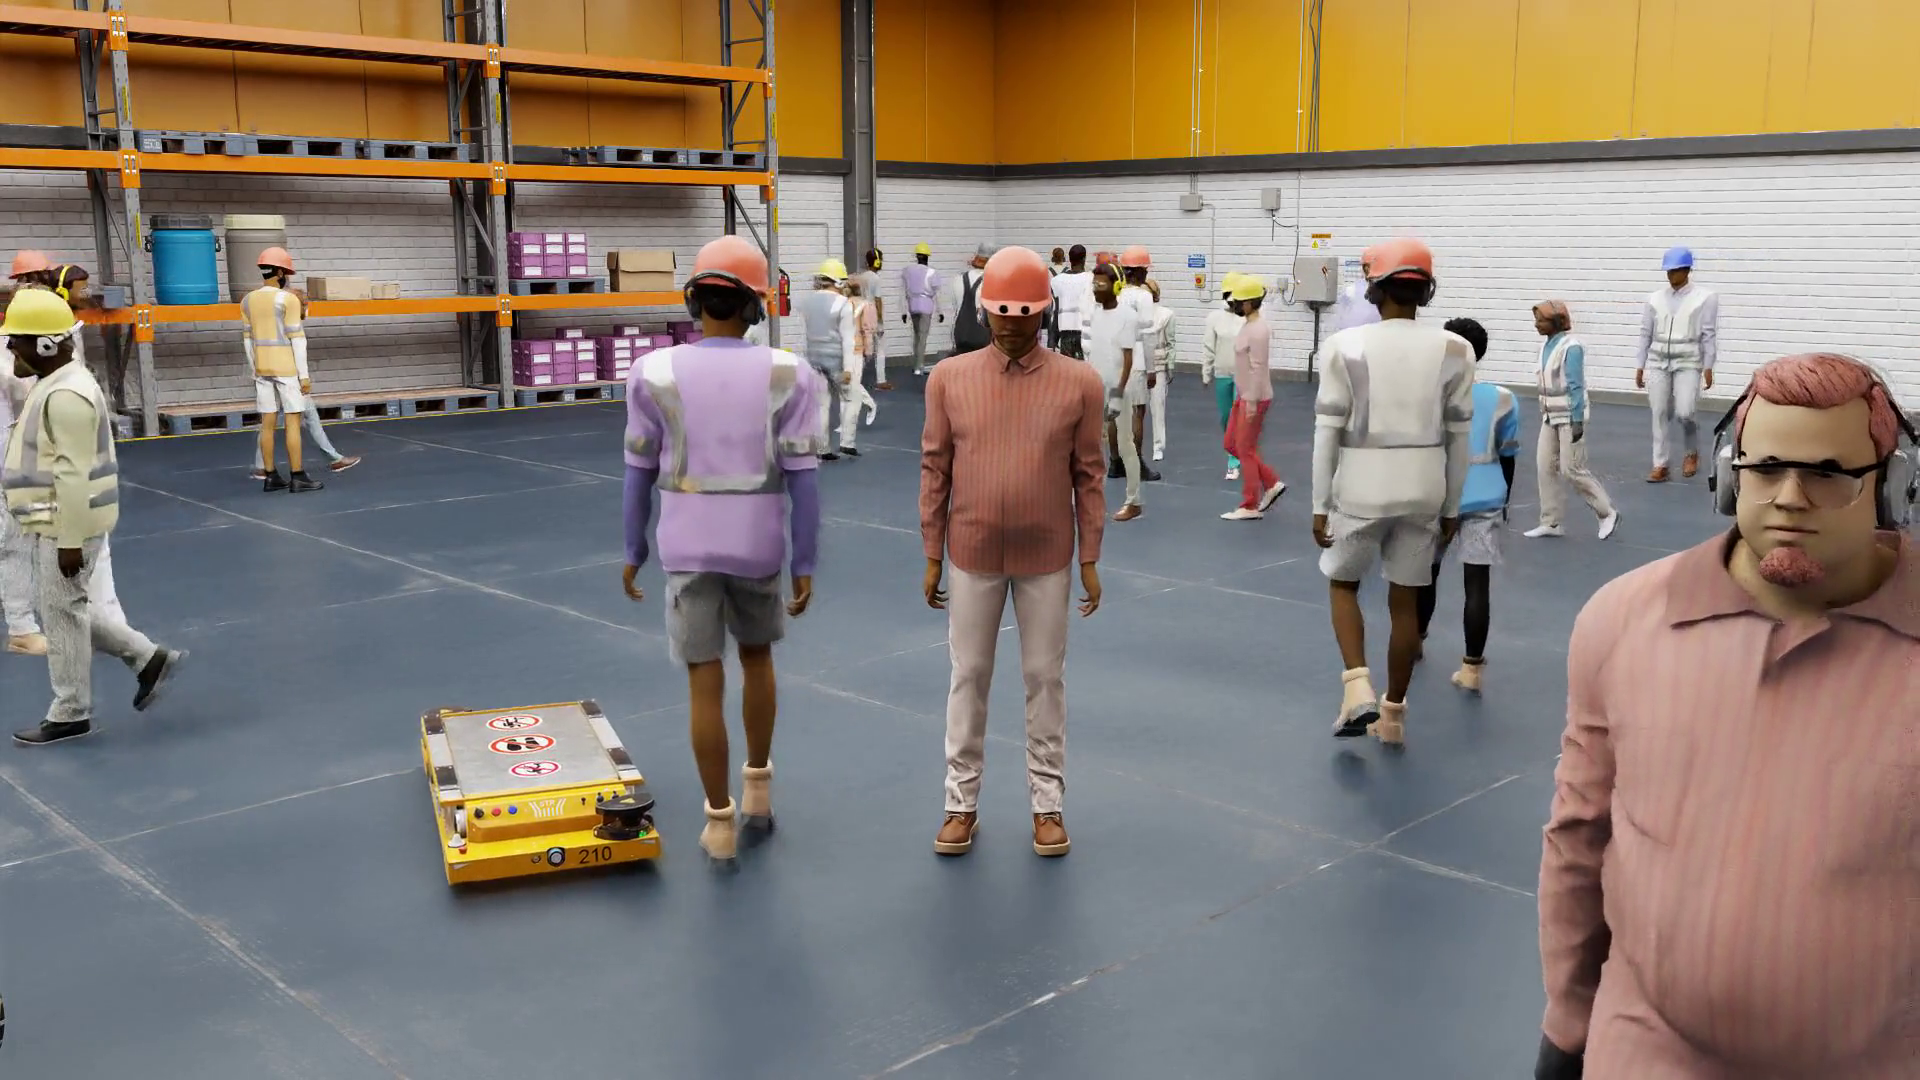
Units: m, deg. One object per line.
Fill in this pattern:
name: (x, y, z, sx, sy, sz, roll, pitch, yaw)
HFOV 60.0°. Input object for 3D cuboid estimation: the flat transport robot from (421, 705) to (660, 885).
flat transport robot: (-1.516, 0.830, 5.848, 0.652, 0.197, 1.431, -4, 11, -21)

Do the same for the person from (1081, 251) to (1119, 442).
person: (1.379, -1.860, 16.163, 0.405, 1.873, 0.594, -5, 11, -25)

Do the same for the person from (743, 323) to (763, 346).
person: (-1.515, -0.965, 11.639, 0.311, 1.737, 0.483, 0, 10, 0)

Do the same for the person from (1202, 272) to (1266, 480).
person: (2.339, -1.412, 14.121, 0.527, 1.732, 0.867, 4, 11, 22)

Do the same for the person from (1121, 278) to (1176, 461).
person: (1.685, -1.533, 15.000, 0.522, 1.638, 0.310, 4, 11, 21)

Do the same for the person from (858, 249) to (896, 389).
person: (-1.196, -2.872, 21.739, 0.721, 1.848, 0.530, -9, 13, -39)

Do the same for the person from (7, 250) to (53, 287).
person: (-6.716, -1.139, 12.113, 0.735, 1.907, 0.564, -3, 11, -16)

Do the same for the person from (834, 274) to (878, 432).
person: (-1.116, -1.924, 17.170, 0.519, 1.628, 0.438, 8, 13, 37)

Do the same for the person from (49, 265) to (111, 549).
person: (-5.737, -0.813, 10.544, 0.572, 1.838, 0.549, -3, 11, -16)

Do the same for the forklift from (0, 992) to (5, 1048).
forklift: (-3.245, 0.323, 3.363, 2.313, 2.155, 1.214, 2, 11, 13)

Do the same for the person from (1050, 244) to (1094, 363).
person: (1.286, -2.300, 18.420, 0.592, 1.920, 0.392, 4, 11, 21)

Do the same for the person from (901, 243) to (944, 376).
person: (-0.525, -3.351, 24.196, 0.590, 1.900, 0.738, 5, 11, 25)

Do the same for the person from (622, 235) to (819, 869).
person: (-0.788, 0.030, 5.445, 0.629, 2.014, 0.666, -2, 11, -13)

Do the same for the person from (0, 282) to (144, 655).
person: (-4.315, -0.311, 7.895, 0.800, 1.802, 0.642, 4, 11, 20)

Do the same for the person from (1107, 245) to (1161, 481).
person: (1.429, -1.455, 13.758, 0.361, 1.939, 0.542, -8, 13, -37)

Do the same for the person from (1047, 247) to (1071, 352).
person: (1.461, -3.400, 24.621, 0.508, 1.845, 0.345, 1, 10, 3)

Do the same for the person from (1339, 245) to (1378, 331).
person: (3.657, -1.656, 14.856, 0.551, 1.934, 0.373, 4, 11, 19)

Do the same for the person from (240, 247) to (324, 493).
person: (-5.356, -1.333, 13.120, 0.543, 1.928, 0.371, 3, 11, 18)

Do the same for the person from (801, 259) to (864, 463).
person: (-1.106, -1.588, 14.835, 0.596, 1.814, 0.542, 7, 13, 34)

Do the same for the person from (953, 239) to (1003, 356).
person: (0.283, -2.000, 16.451, 0.691, 2.000, 1.049, 9, 14, 40)

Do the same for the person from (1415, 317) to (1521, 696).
person: (2.242, -0.179, 7.560, 0.550, 1.648, 0.850, 0, 10, 2)

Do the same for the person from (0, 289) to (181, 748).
person: (-3.513, -0.087, 6.623, 0.560, 1.817, 0.610, -6, 12, -31)

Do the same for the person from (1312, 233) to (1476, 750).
person: (1.677, -0.172, 6.502, 0.613, 2.029, 0.463, 0, 10, 2)

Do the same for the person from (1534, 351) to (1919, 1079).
person: (1.121, 0.677, 2.286, 0.662, 1.883, 0.833, 8, 13, 37)

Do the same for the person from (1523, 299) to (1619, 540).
person: (4.069, -0.793, 11.048, 0.589, 1.608, 0.536, -1, 10, -7)

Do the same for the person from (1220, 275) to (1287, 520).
person: (2.066, -1.000, 11.781, 0.410, 1.744, 0.542, 0, 10, 1)

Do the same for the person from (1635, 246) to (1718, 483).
person: (5.843, -1.426, 13.602, 0.439, 1.935, 0.644, -10, 14, -43)

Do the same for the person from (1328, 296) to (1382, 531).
person: (2.690, -0.844, 10.517, 0.824, 1.905, 0.649, 10, 14, 43)

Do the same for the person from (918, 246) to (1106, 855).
person: (0.166, 0.050, 5.419, 0.609, 1.986, 0.391, 1, 10, 3)

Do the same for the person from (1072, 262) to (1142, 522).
person: (0.976, -0.999, 11.575, 0.934, 1.825, 0.499, -8, 13, -39)

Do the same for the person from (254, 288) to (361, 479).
person: (-5.534, -1.306, 13.917, 0.872, 1.573, 0.516, -9, 14, -41)

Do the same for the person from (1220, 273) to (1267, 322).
person: (2.960, -1.980, 17.453, 0.501, 1.631, 0.286, 1, 10, 6)
